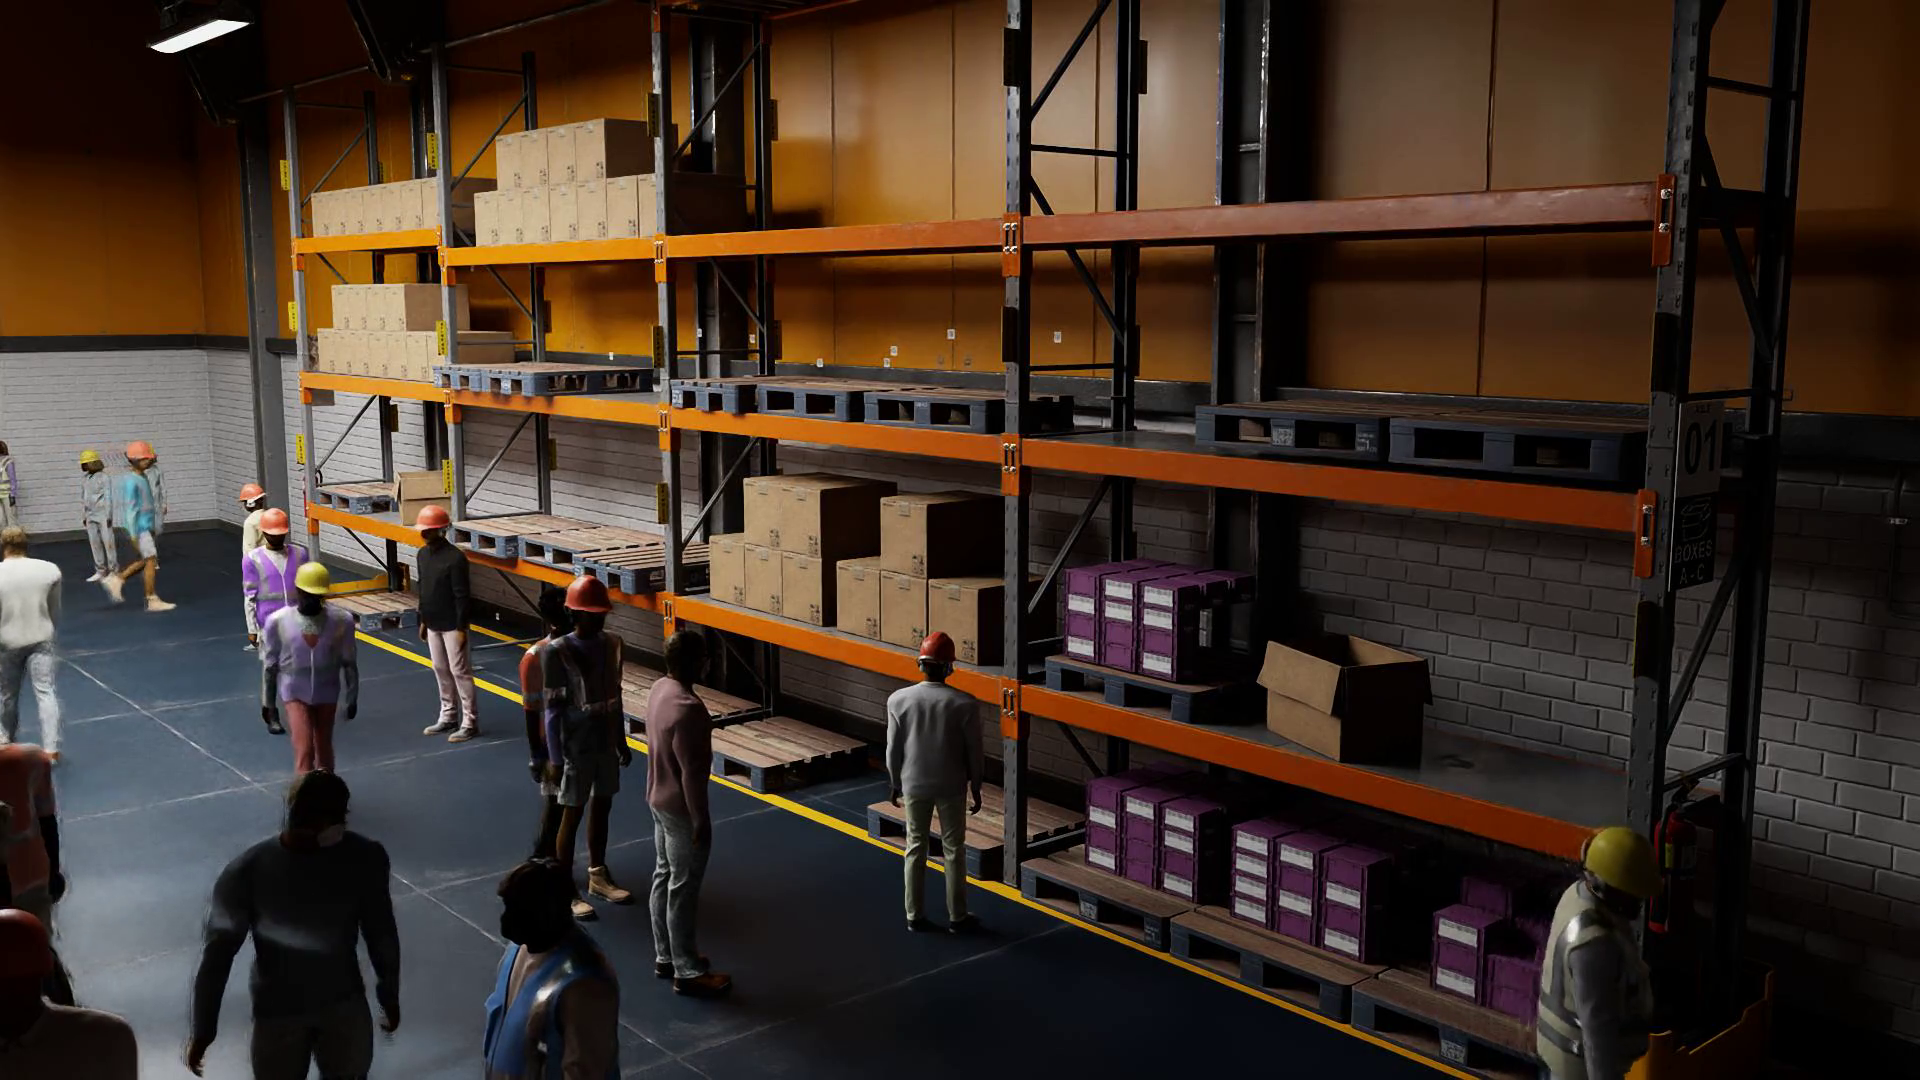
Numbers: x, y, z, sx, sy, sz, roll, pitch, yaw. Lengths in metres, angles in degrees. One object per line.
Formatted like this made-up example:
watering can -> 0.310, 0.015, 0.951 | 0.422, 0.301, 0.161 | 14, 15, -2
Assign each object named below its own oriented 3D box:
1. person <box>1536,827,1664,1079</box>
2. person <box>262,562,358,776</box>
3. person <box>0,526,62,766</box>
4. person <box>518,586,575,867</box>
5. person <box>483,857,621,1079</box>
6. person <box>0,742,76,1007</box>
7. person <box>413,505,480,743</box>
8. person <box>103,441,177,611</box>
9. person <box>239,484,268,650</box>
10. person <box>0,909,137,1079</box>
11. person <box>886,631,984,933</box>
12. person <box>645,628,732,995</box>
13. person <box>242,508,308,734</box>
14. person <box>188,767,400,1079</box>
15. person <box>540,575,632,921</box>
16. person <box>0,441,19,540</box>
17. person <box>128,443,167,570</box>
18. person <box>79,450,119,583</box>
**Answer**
person -> 2.306, 1.885, 6.176 | 0.741, 1.779, 0.657 | 3, 9, 19
person -> -4.550, 1.049, 11.646 | 0.628, 1.882, 0.845 | -4, 9, -28
person -> -7.407, 0.830, 13.159 | 0.618, 1.886, 0.992 | -7, 11, -40
person -> -2.526, 1.213, 10.343 | 0.584, 1.926, 0.675 | 4, 9, 25
person -> -1.360, 1.946, 5.559 | 0.431, 1.836, 0.618 | -6, 10, -36
person -> -4.430, 1.595, 7.717 | 0.833, 1.921, 0.643 | 5, 10, 32
person -> -4.290, 0.691, 13.782 | 0.631, 1.981, 0.433 | 7, 11, 39
person -> -9.649, -0.152, 19.466 | 0.693, 2.025, 0.621 | -3, 9, -17
person -> -7.367, 0.278, 17.463 | 0.354, 1.737, 0.576 | 0, 8, 2
person -> -2.627, 1.991, 4.712 | 0.618, 1.986, 0.408 | -4, 9, -23
person -> -0.136, 1.396, 9.637 | 0.572, 1.749, 0.341 | 1, 8, 10
person -> -1.470, 1.421, 8.820 | 0.376, 1.940, 0.627 | -4, 9, -26
person -> -5.728, 0.680, 14.038 | 0.550, 1.925, 0.391 | -7, 11, -42
person -> -2.513, 1.797, 6.320 | 0.766, 1.920, 0.399 | -5, 10, -33
person -> -2.187, 1.215, 9.892 | 0.387, 2.041, 0.615 | 5, 10, 33
person -> -13.843, -0.623, 24.065 | 0.523, 1.639, 0.308 | 4, 9, 28
person -> -11.121, -0.475, 22.730 | 0.650, 1.728, 0.485 | 7, 11, 41
person -> -11.202, -0.307, 21.562 | 0.489, 1.730, 0.324 | 3, 9, 20
